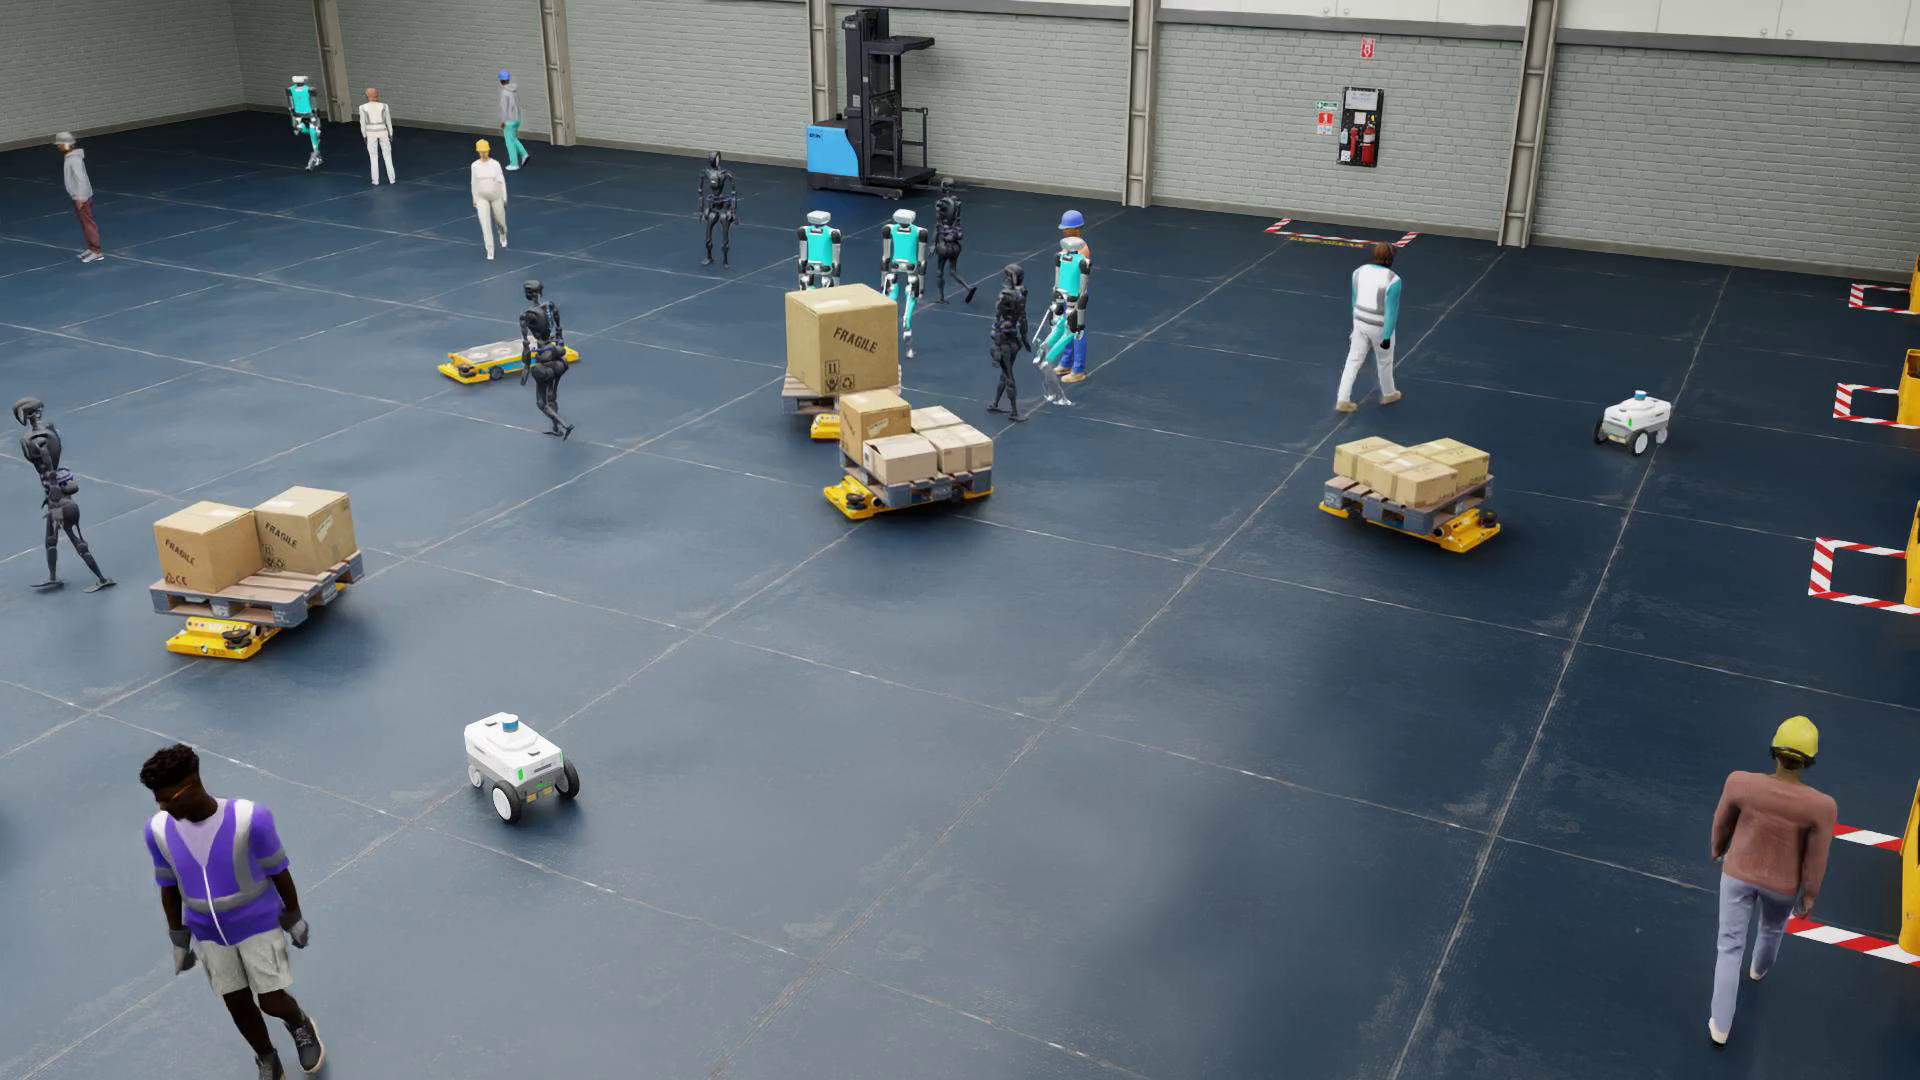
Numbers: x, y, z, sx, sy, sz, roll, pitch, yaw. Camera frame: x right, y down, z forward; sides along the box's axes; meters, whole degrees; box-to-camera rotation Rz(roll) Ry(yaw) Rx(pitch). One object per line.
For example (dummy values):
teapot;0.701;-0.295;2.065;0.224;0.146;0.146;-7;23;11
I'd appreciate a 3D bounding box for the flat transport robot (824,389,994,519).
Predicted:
flat transport robot;-0.449;-0.475;15.268;1.431;0.231;0.659;-11;26;-24

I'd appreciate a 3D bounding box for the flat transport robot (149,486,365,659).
flat transport robot;-5.440;0.515;12.965;0.659;0.231;1.431;5;24;12

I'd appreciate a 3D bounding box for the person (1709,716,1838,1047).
person;4.074;1.666;8.444;0.529;1.716;0.899;11;25;23

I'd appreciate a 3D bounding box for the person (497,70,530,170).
person;-8.047;-7.515;29.762;0.418;1.761;0.567;7;24;16

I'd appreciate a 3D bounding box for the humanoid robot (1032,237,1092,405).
humanoid robot;1.004;-2.305;17.622;0.728;1.740;0.547;-16;28;-32

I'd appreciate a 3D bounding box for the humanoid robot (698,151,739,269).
humanoid robot;-3.357;-4.592;23.087;0.624;1.640;0.399;4;24;9

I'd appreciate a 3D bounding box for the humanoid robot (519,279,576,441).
humanoid robot;-4.049;-1.788;16.552;0.533;1.627;0.599;12;26;26

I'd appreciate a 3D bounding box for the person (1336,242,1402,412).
person;4.343;-2.239;17.451;0.988;1.789;0.630;-19;30;-37

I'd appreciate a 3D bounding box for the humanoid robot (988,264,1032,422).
humanoid robot;0.527;-2.053;17.180;0.632;1.640;0.589;15;27;31

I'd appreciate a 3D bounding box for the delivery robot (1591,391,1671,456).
delivery robot;6.717;-1.176;16.557;0.814;0.610;0.499;-16;28;-32

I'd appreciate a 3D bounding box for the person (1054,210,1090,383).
person;1.233;-2.699;18.373;0.363;1.907;0.511;-10;25;-21

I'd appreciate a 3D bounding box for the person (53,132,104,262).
person;-12.479;-4.863;23.533;0.377;1.808;0.554;-16;28;-33

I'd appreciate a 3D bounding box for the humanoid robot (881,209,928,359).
humanoid robot;-0.684;-2.814;18.879;0.555;1.783;0.884;5;24;11

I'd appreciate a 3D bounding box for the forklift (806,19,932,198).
forklift;-1.573;-7.292;27.850;1.873;2.768;1.129;12;26;25

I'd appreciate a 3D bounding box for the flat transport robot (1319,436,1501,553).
flat transport robot;3.972;-0.243;14.728;1.431;0.231;0.659;21;31;40

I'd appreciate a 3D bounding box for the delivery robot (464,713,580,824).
delivery robot;-2.813;1.398;10.542;0.499;0.592;0.774;-21;31;-40

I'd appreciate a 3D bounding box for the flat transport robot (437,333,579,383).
flat transport robot;-5.156;-2.073;18.989;1.431;0.231;0.659;-19;30;-38

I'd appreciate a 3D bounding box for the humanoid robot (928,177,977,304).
humanoid robot;-0.103;-3.816;21.287;0.575;1.641;0.583;14;27;30

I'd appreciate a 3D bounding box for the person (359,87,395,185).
person;-10.000;-6.931;28.569;0.516;1.632;0.310;-10;25;-22

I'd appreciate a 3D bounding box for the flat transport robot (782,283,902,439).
flat transport robot;-1.215;-1.376;17.365;0.659;0.231;1.431;-1;23;-2

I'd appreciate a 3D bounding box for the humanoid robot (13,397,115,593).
humanoid robot;-7.204;-0.339;13.201;0.628;1.638;0.591;-16;28;-32

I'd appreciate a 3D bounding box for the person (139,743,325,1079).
person;-3.427;1.814;7.852;0.652;1.926;0.445;-1;23;-2

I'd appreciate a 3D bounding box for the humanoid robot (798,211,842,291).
humanoid robot;-1.673;-2.741;18.769;0.530;1.840;0.749;9;25;20

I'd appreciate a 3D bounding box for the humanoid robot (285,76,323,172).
humanoid robot;-11.513;-7.365;29.497;0.564;1.744;1.061;0;23;1

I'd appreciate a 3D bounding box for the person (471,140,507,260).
person;-6.732;-4.907;23.812;0.477;1.671;0.727;-5;24;-11
